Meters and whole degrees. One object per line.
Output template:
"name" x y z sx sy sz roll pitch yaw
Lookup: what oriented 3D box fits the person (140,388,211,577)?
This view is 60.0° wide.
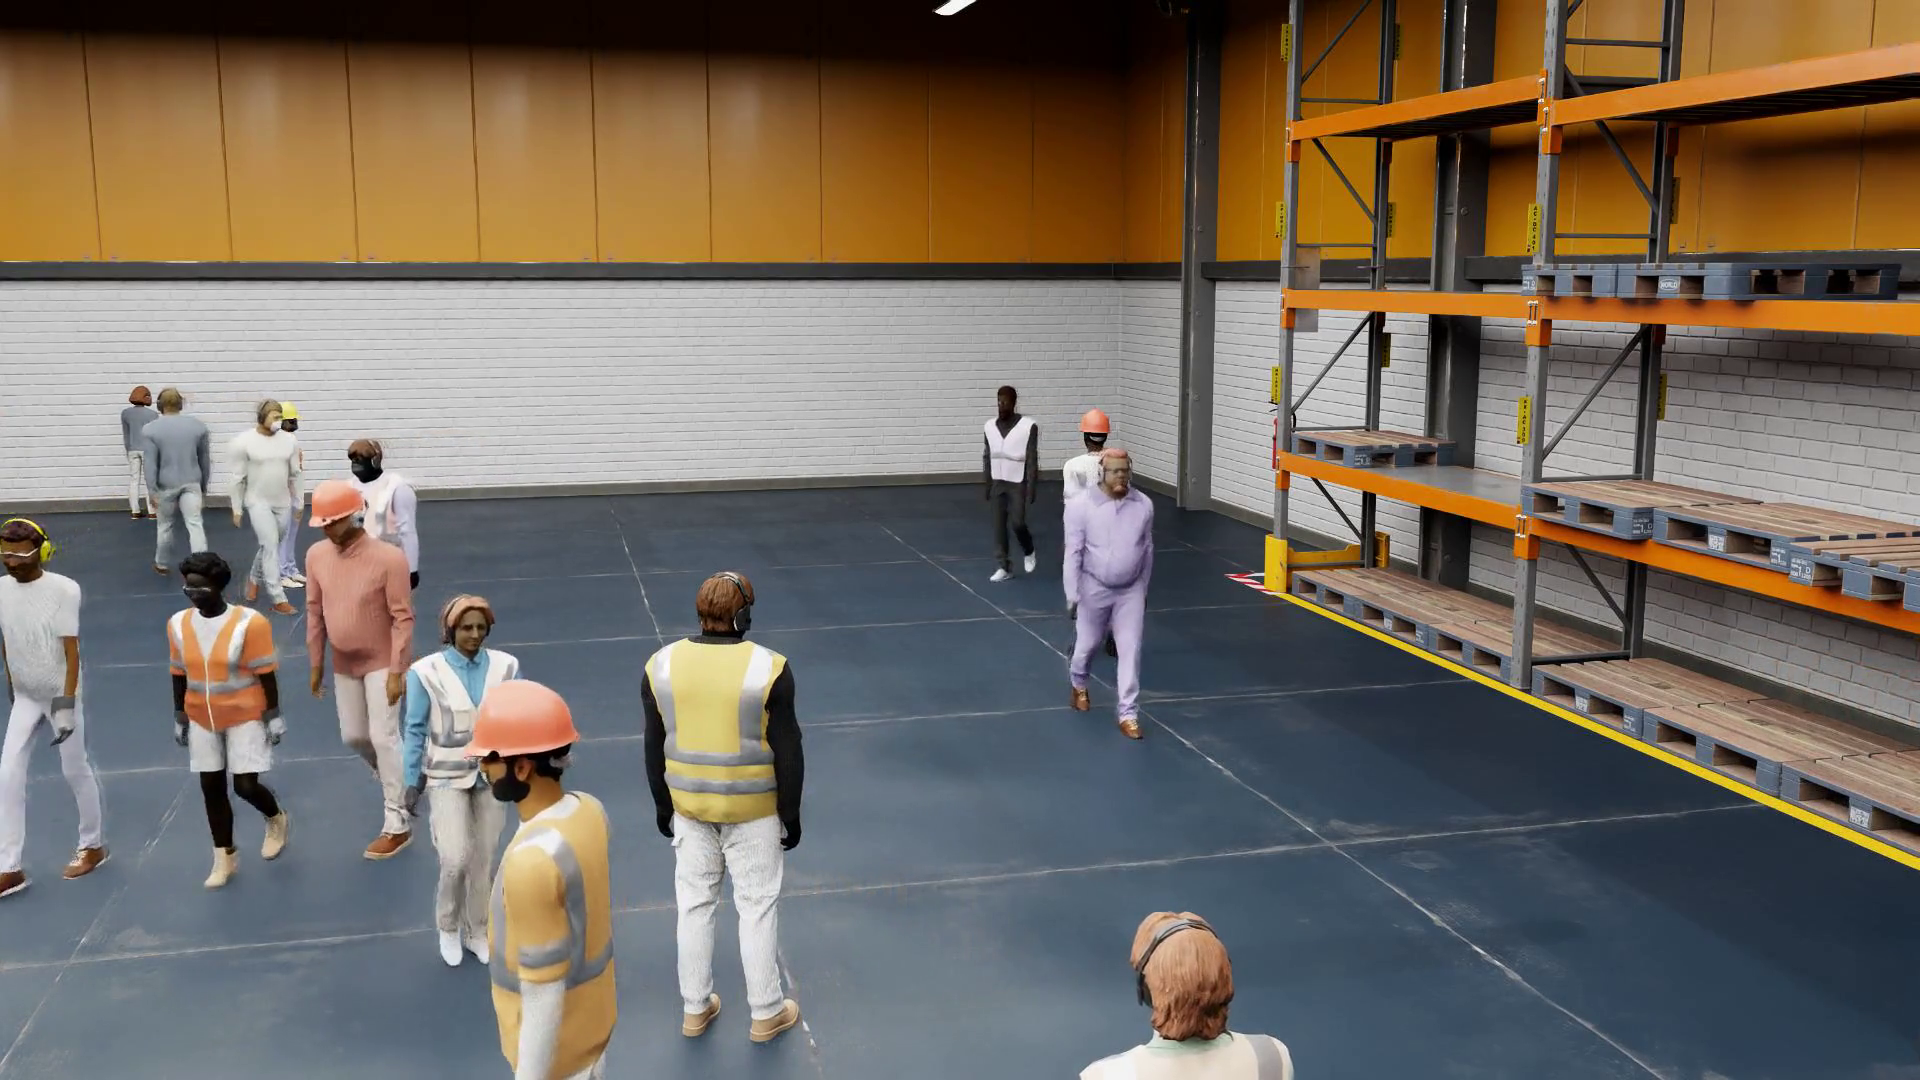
"person" -7.566 -0.524 16.093 0.652 1.880 1.043 -8 12 -40

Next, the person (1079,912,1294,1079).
"person" 0.474 1.599 3.582 0.514 1.642 0.310 -3 10 -17

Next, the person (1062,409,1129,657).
"person" 1.042 -0.041 12.897 0.542 1.938 0.358 -3 9 -16

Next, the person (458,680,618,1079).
"person" -1.112 1.317 4.430 0.378 1.933 0.551 0 9 1

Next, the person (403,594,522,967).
"person" -2.090 1.036 7.122 0.548 1.622 0.373 -8 12 -39

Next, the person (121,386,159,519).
"person" -9.925 -1.058 20.216 0.499 1.627 0.270 1 9 8

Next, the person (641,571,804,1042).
"person" -0.904 1.033 6.491 0.630 1.842 0.429 2 9 13

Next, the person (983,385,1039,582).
"person" 0.491 -0.556 16.197 0.608 1.908 0.519 5 11 30

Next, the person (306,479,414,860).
"person" -3.060 0.621 8.734 0.644 1.952 0.765 3 10 19

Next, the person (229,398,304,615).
"person" -6.186 -0.321 14.805 0.958 1.902 0.641 7 12 38

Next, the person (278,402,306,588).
"person" -6.400 -0.432 15.873 0.311 1.769 0.522 -1 9 -3

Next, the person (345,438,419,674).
"person" -4.164 0.188 11.809 0.658 1.826 0.460 4 10 23

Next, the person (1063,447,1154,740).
"person" 0.971 0.302 10.978 0.644 1.876 0.936 -2 9 -13

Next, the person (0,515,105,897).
"person" -4.442 0.803 7.976 0.524 1.829 0.830 1 9 7

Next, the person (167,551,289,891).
"person" -3.547 0.857 8.099 0.564 1.674 0.470 1 9 5
